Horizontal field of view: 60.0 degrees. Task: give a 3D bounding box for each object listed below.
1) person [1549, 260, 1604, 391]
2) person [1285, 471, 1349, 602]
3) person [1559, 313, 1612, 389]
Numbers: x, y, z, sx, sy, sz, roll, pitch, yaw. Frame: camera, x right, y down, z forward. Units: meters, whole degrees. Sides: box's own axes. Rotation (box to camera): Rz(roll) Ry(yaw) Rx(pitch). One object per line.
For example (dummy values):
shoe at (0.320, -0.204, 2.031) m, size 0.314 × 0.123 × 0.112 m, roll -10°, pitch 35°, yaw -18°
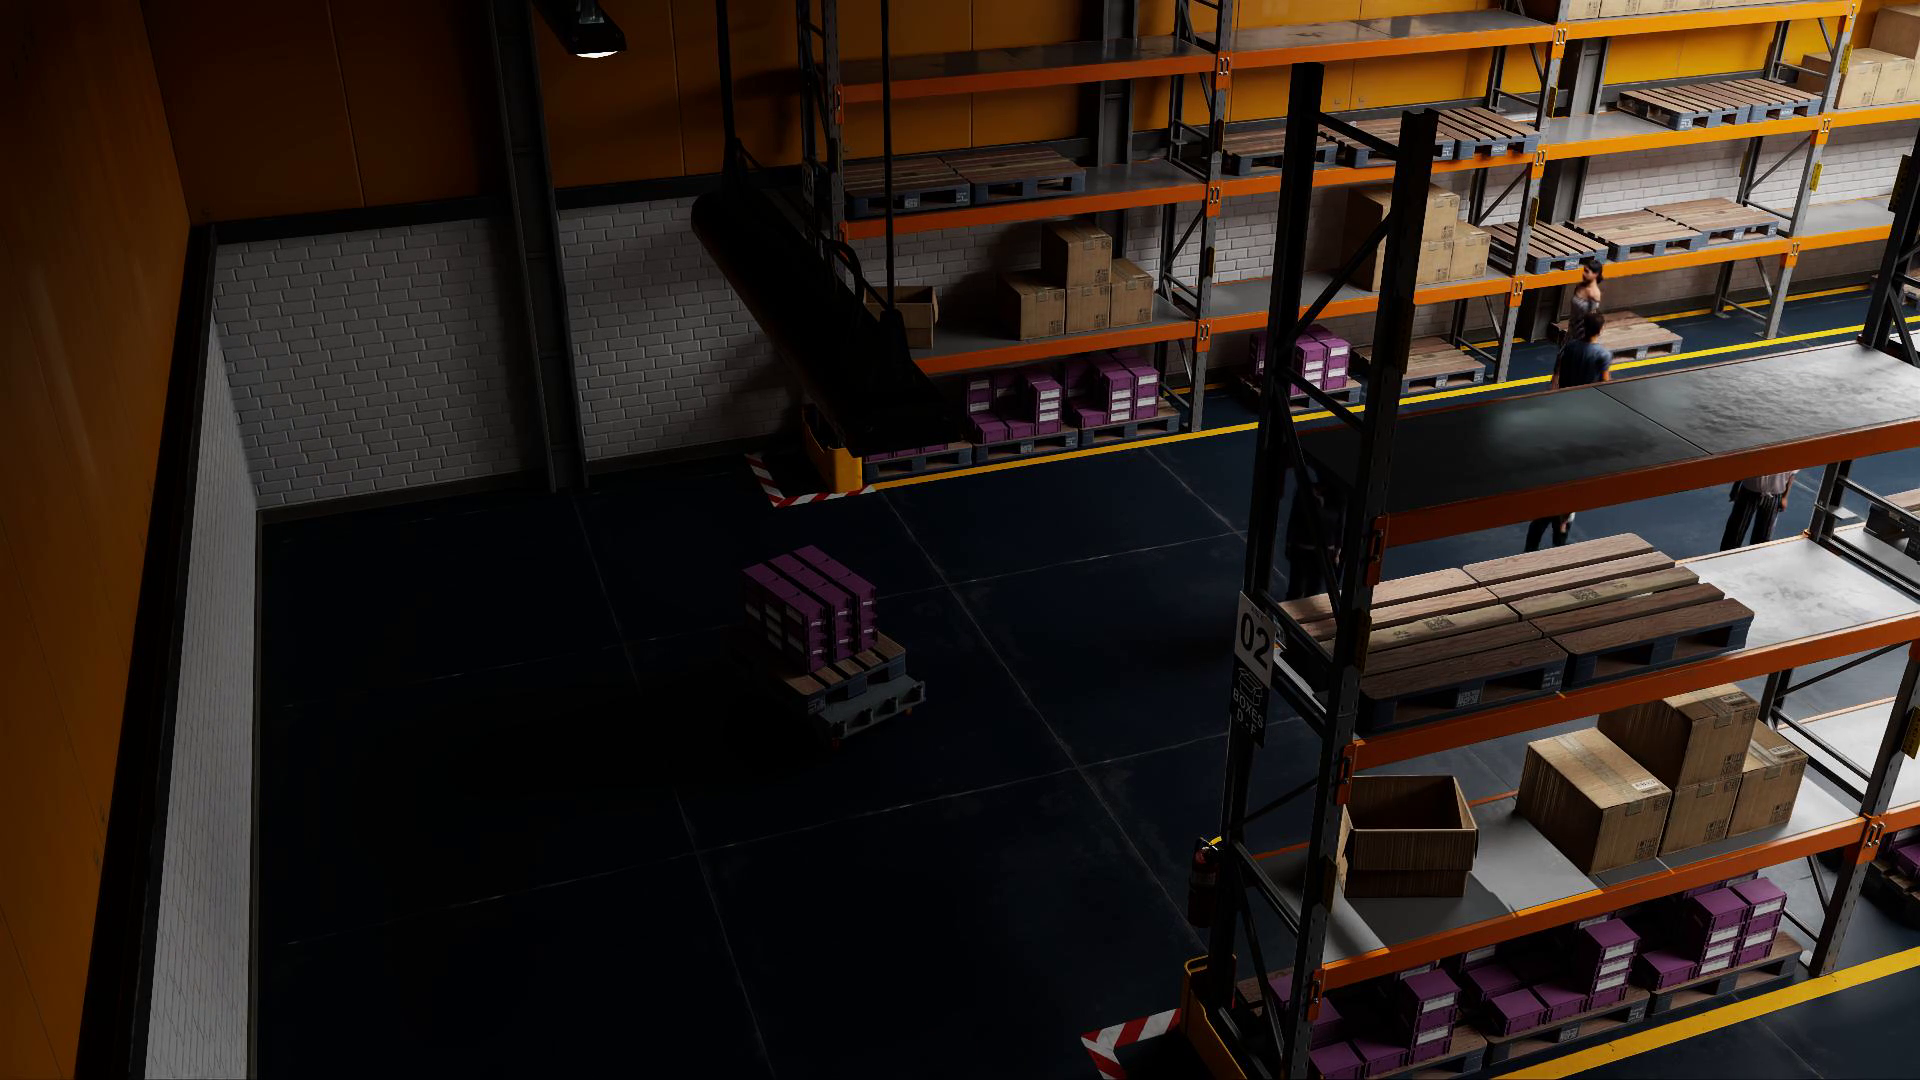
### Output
person at (6.901, -2.189, 18.299) m, size 1.038 × 1.781 × 0.622 m, roll -9°, pitch 30°, yaw -15°
person at (3.019, 0.037, 14.247) m, size 0.666 × 1.752 × 0.782 m, roll 3°, pitch 29°, yaw 5°
person at (6.292, -1.442, 16.898) m, size 0.690 × 1.810 × 0.720 m, roll -25°, pitch 37°, yaw -38°
